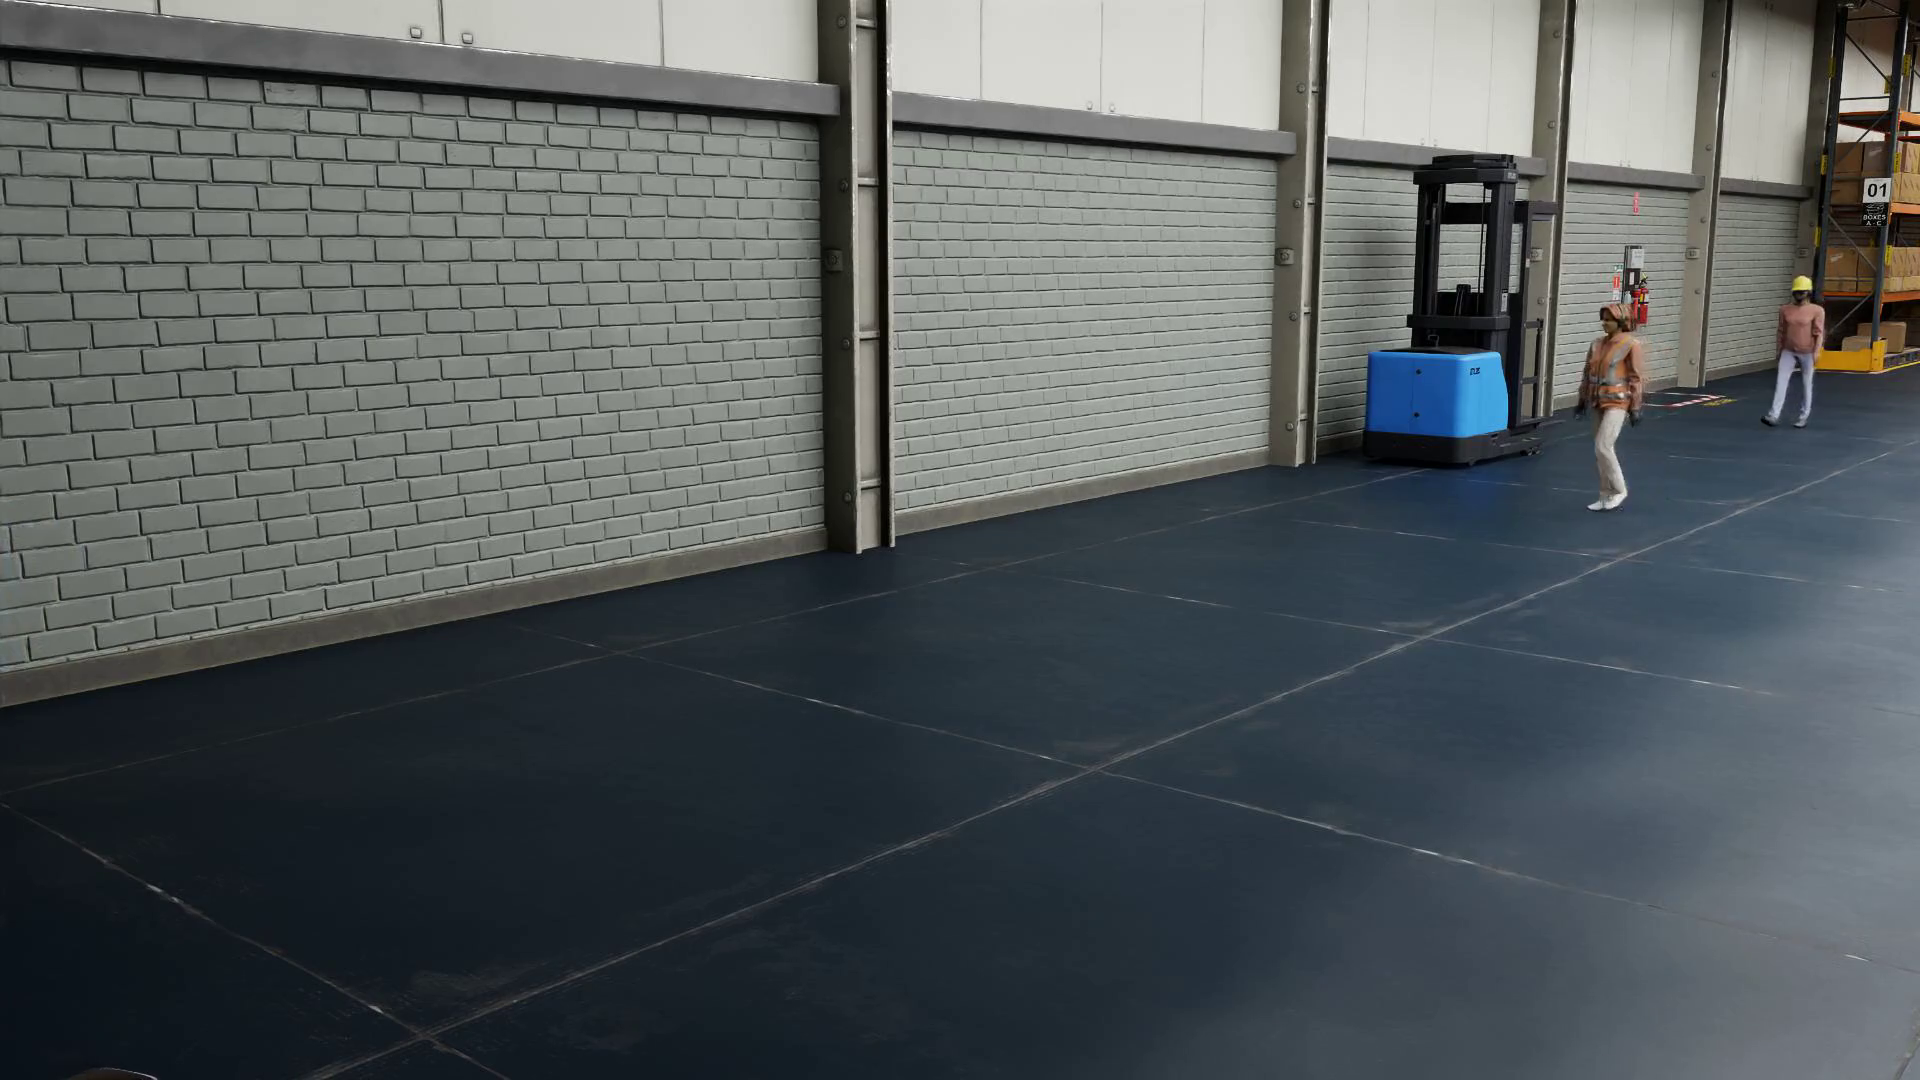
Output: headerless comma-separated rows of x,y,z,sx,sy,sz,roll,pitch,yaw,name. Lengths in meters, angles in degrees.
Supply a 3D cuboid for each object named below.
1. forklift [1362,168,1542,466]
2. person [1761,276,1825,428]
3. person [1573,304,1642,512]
4.875,-2.212,16.287,1.129,2.768,1.873,8,13,40,forklift
9.509,-2.124,18.931,0.880,1.718,0.551,-9,13,-41,person
5.051,-1.027,12.996,0.382,1.626,0.520,-3,10,-16,person
